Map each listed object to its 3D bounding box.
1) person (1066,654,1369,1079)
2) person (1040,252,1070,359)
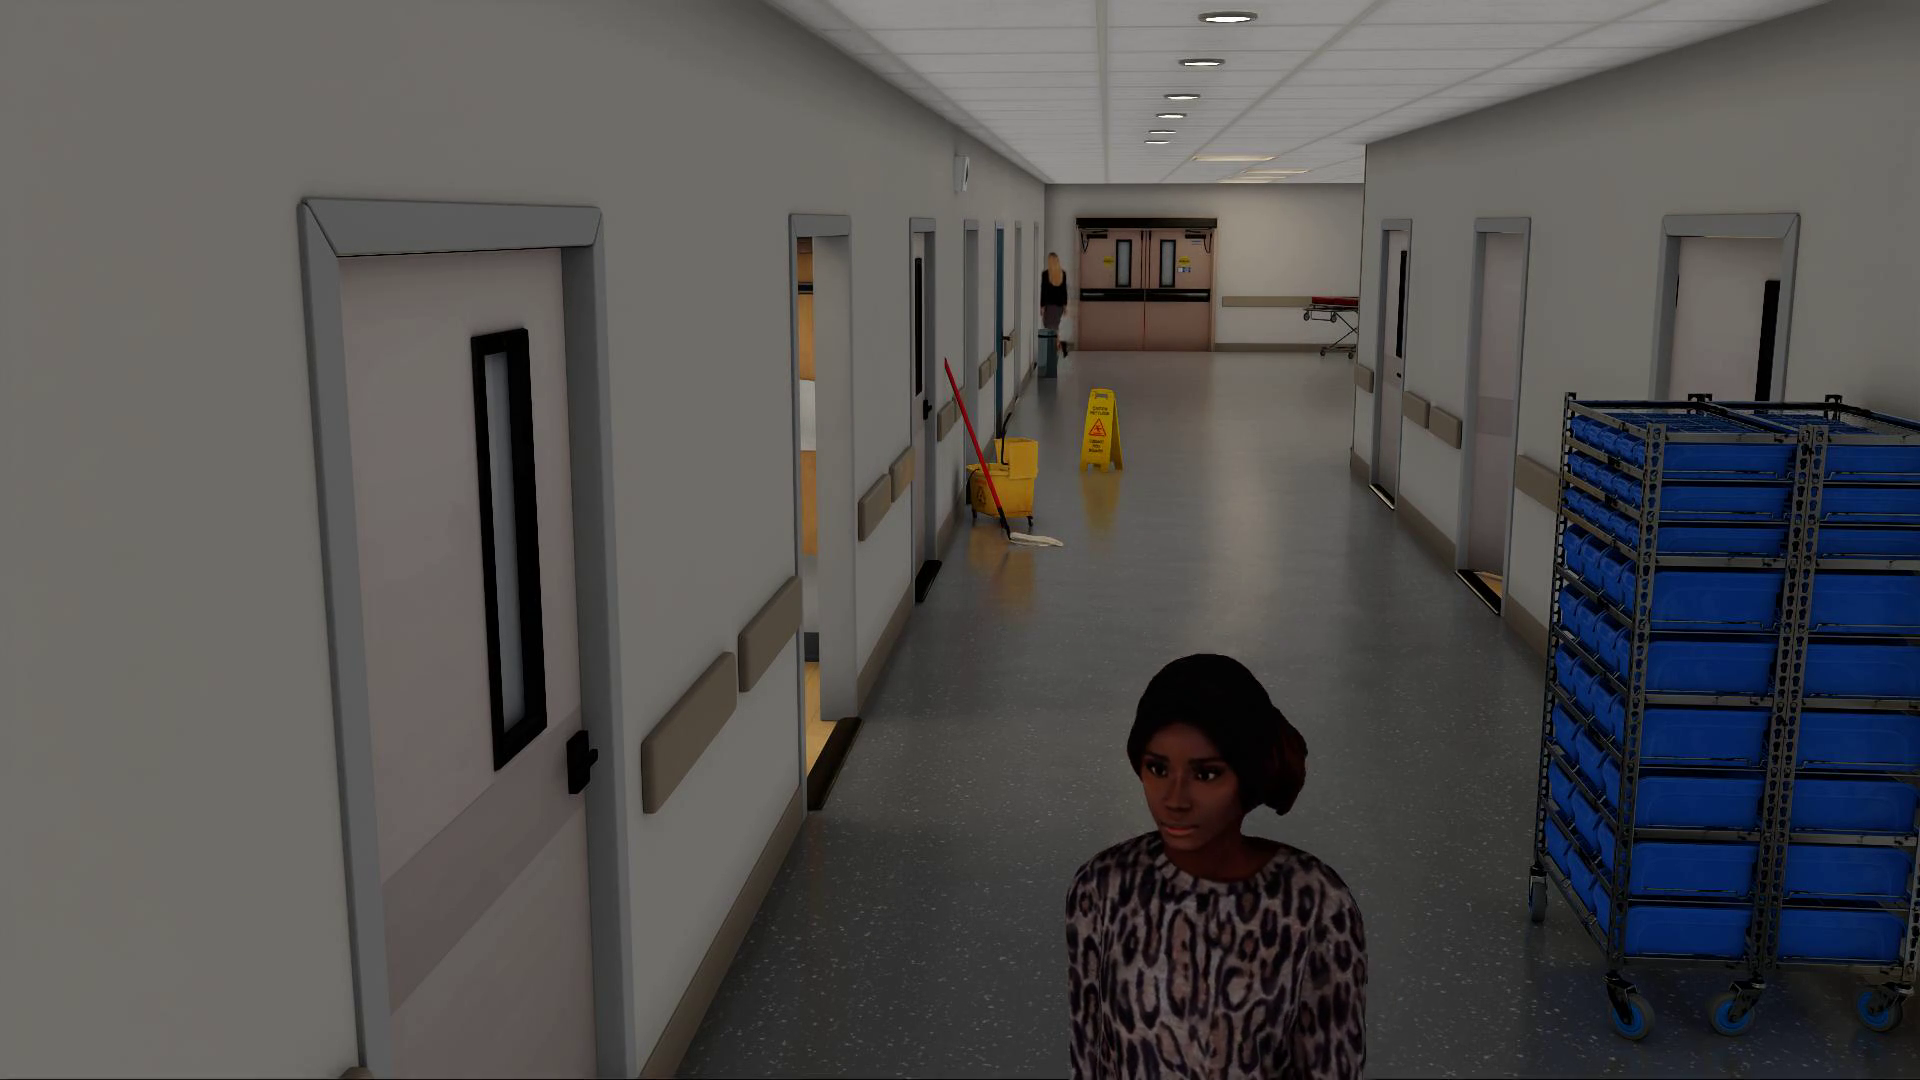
[{"bbox_3d":[0.388,1.003,2.428,0.796,1.654,1.215,4,11,20],"label":"person"},{"bbox_3d":[1.513,-3.598,26.232,0.900,1.820,1.016,-5,12,-26],"label":"person"}]
